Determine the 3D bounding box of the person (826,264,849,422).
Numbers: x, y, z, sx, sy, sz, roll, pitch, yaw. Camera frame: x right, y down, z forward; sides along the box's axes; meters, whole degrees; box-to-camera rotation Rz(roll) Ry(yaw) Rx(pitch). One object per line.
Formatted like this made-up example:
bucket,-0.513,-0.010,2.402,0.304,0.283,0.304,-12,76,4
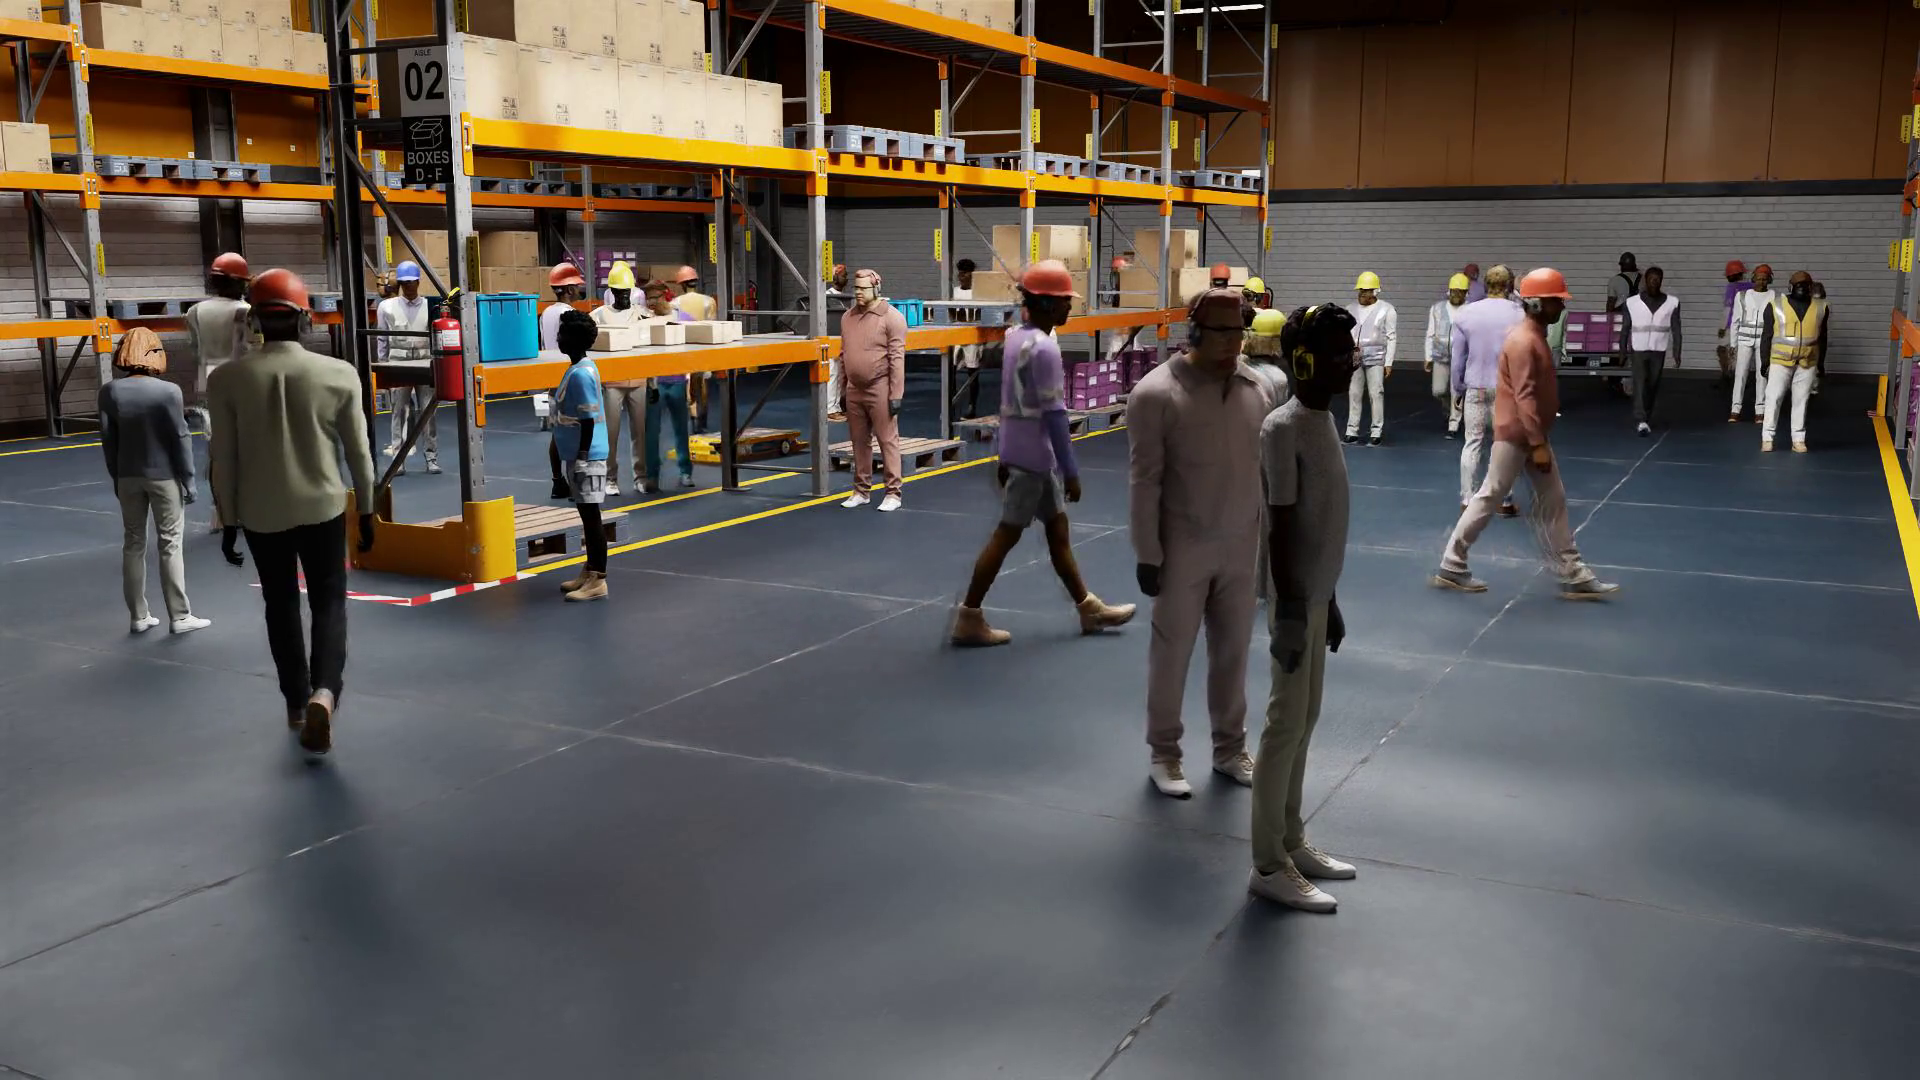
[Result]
person,-1.463,-2.371,20.055,0.354,1.884,0.576,3,10,18

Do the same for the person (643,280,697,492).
person,-2.523,-1.302,14.147,0.583,1.796,0.710,-3,10,-16

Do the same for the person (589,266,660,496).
person,-2.801,-1.323,13.904,0.589,1.919,0.397,-6,11,-30

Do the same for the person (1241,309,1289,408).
person,1.645,-0.464,9.532,0.804,1.714,0.496,-4,11,-24

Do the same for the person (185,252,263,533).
person,-5.296,-1.070,12.121,0.629,2.018,0.598,1,10,7

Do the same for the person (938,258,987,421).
person,0.019,-2.369,19.830,0.643,1.948,0.661,5,11,27

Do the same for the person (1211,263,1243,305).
person,3.044,-2.302,19.593,0.553,1.914,0.878,5,11,24

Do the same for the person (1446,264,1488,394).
person,7.345,-3.030,23.953,0.972,1.848,0.634,-9,14,-44

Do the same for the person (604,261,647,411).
person,-4.237,-2.557,21.027,0.585,1.920,0.383,2,10,13

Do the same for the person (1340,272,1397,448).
person,4.238,-1.878,17.357,0.599,1.827,0.403,8,13,40

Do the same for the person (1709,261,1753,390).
person,11.474,-3.168,24.622,0.687,1.905,0.568,-5,11,-27

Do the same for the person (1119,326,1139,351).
person,2.504,-3.031,24.591,0.310,1.636,0.523,0,10,2

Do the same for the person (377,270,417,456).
person,-5.641,-1.762,16.639,0.344,1.847,0.507,-1,10,-6

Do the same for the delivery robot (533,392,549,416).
delivery robot,-4.468,-1.548,18.863,0.707,0.478,0.477,3,10,14

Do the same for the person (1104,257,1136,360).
person,2.503,-3.570,26.790,0.938,1.951,0.635,1,10,4

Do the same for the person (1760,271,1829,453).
person,8.460,-1.801,16.885,0.634,1.839,0.429,2,10,12

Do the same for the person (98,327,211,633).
person,-4.302,-0.311,8.851,0.500,1.633,0.285,2,10,9

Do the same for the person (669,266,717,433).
person,-3.021,-2.155,18.865,0.544,1.875,0.998,-2,10,-12

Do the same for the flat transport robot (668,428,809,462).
flat transport robot,-2.180,-0.953,16.511,0.652,0.197,1.431,6,11,30

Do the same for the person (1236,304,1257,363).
person,2.015,-0.929,12.376,0.593,1.632,0.895,10,14,44

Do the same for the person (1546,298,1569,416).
person,7.286,-2.330,20.547,0.501,1.631,0.287,-3,10,-18

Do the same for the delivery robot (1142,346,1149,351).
delivery robot,2.931,-2.823,26.243,0.707,0.478,0.477,0,10,2

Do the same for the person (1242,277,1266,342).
person,3.041,-1.844,17.347,0.533,1.768,0.310,8,12,38

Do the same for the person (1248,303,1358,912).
person,1.092,0.202,5.203,0.329,1.872,0.507,5,11,25

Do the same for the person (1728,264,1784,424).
person,9.460,-2.324,19.777,0.572,1.887,0.354,5,11,27

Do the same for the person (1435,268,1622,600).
person,3.311,-0.607,9.714,1.049,1.943,0.626,6,12,33

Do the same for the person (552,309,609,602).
person,-2.212,-0.493,9.714,0.316,1.700,0.540,-3,10,-16

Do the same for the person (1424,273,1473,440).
person,5.406,-2.016,18.196,0.595,1.810,0.739,6,11,29

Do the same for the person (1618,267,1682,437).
person,7.654,-2.078,18.430,0.613,1.859,1.042,2,10,12

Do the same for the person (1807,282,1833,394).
person,12.286,-2.924,24.033,0.528,1.612,0.504,2,10,9

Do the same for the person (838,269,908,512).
person,-0.714,-1.172,13.095,0.640,1.899,0.395,7,12,36

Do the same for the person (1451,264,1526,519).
person,4.076,-1.133,12.730,0.635,1.936,0.353,6,12,33

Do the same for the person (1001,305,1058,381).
person,0.652,-1.383,15.087,0.517,1.620,0.604,4,11,24

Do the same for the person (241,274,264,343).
person,-6.523,-1.559,15.518,0.429,1.832,0.631,3,10,19

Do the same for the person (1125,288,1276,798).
person,0.927,0.014,6.223,0.647,1.897,0.399,-5,11,-25

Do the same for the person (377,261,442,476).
person,-4.989,-1.560,15.173,0.602,1.949,0.395,-4,10,-20

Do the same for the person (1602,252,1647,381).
person,10.466,-3.524,26.276,0.684,2.000,0.538,-2,10,-11

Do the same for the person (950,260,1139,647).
person,0.421,-0.434,8.562,1.066,1.984,0.638,-2,10,-11

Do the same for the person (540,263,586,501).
person,-3.191,-1.285,13.599,0.545,1.942,0.354,9,13,43

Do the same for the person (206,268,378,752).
person,-2.717,-0.122,6.813,0.629,1.966,0.886,-3,10,-18
